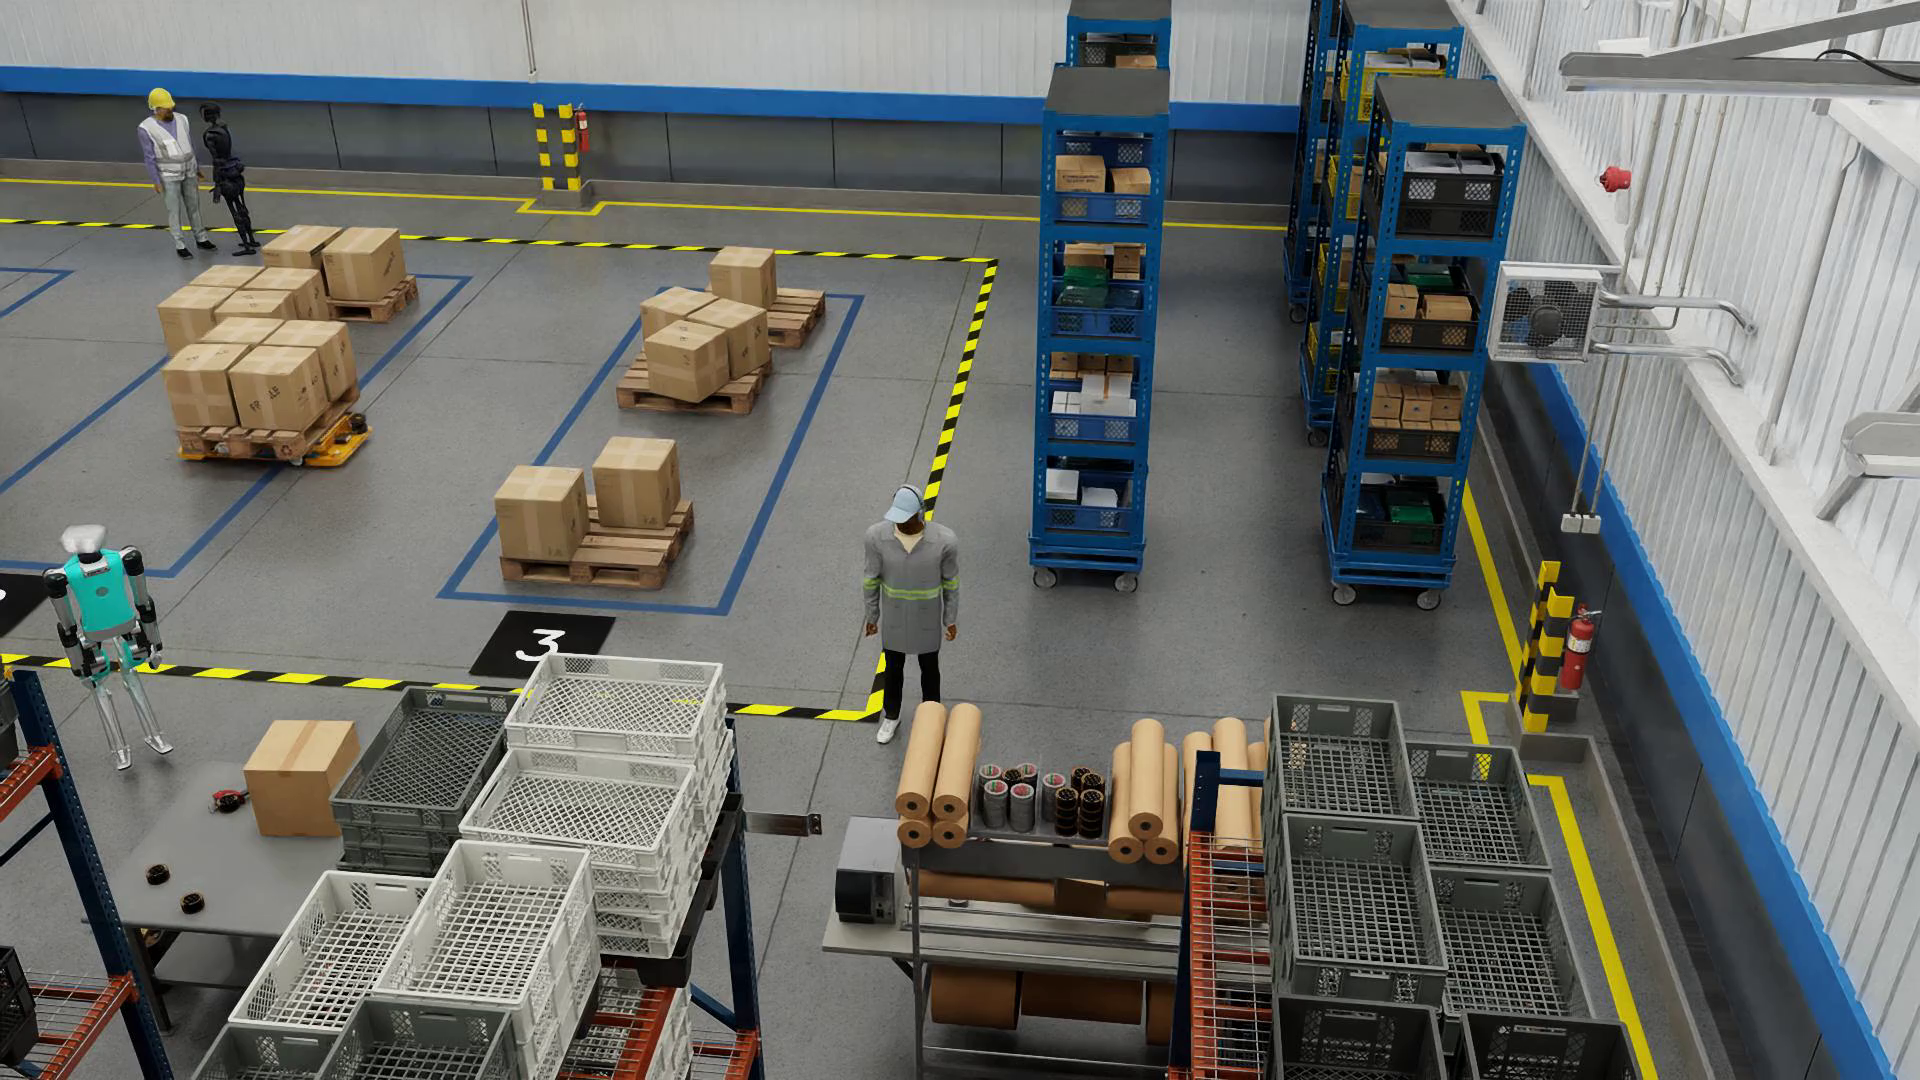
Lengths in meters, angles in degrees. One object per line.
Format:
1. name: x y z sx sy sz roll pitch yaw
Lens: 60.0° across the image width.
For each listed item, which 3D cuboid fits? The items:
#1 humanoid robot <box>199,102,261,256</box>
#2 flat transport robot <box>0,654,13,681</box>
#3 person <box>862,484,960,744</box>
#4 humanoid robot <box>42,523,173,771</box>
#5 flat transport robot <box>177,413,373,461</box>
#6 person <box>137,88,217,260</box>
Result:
1. humanoid robot: -7.919 -3.909 17.973 0.315 1.657 0.599 -2 30 -4
2. flat transport robot: -7.142 0.969 11.010 1.431 0.231 0.659 3 30 6
3. person: -0.305 0.473 10.288 0.596 1.849 0.388 3 30 4
4. humanoid robot: -5.173 0.578 10.088 0.533 1.677 0.735 -21 36 -32
5. flat transport robot: -5.838 -0.894 14.181 1.431 0.197 0.652 3 30 6
6. person: -8.428 -3.954 17.912 0.404 1.828 0.602 18 35 28
